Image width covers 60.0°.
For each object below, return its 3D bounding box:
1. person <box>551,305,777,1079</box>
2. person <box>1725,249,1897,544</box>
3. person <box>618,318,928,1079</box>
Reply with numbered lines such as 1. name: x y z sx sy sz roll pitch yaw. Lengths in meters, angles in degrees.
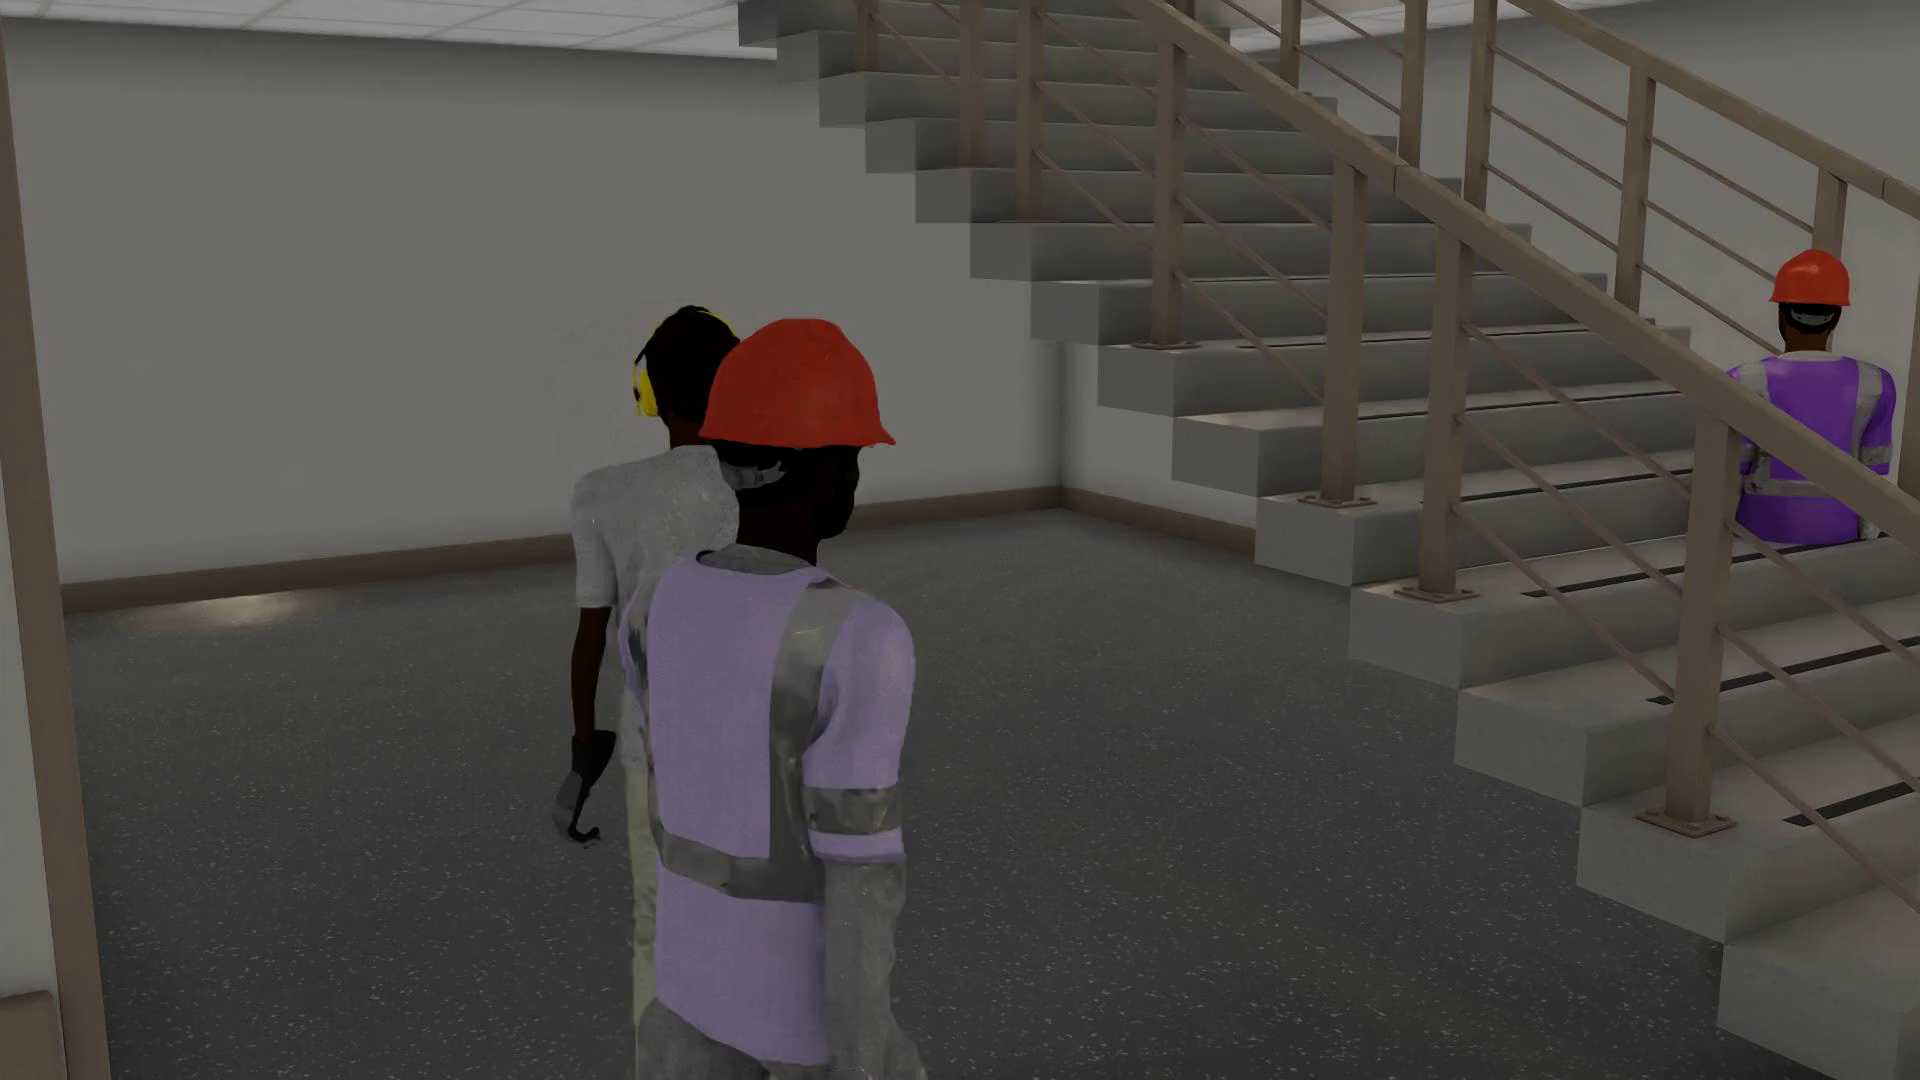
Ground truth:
1. person: -0.561 0.452 3.500 0.577 1.855 0.487 -2 11 -11
2. person: 2.712 0.031 5.455 0.542 1.938 0.357 2 11 10
3. person: -0.217 0.614 2.517 0.554 1.879 1.029 8 14 37
